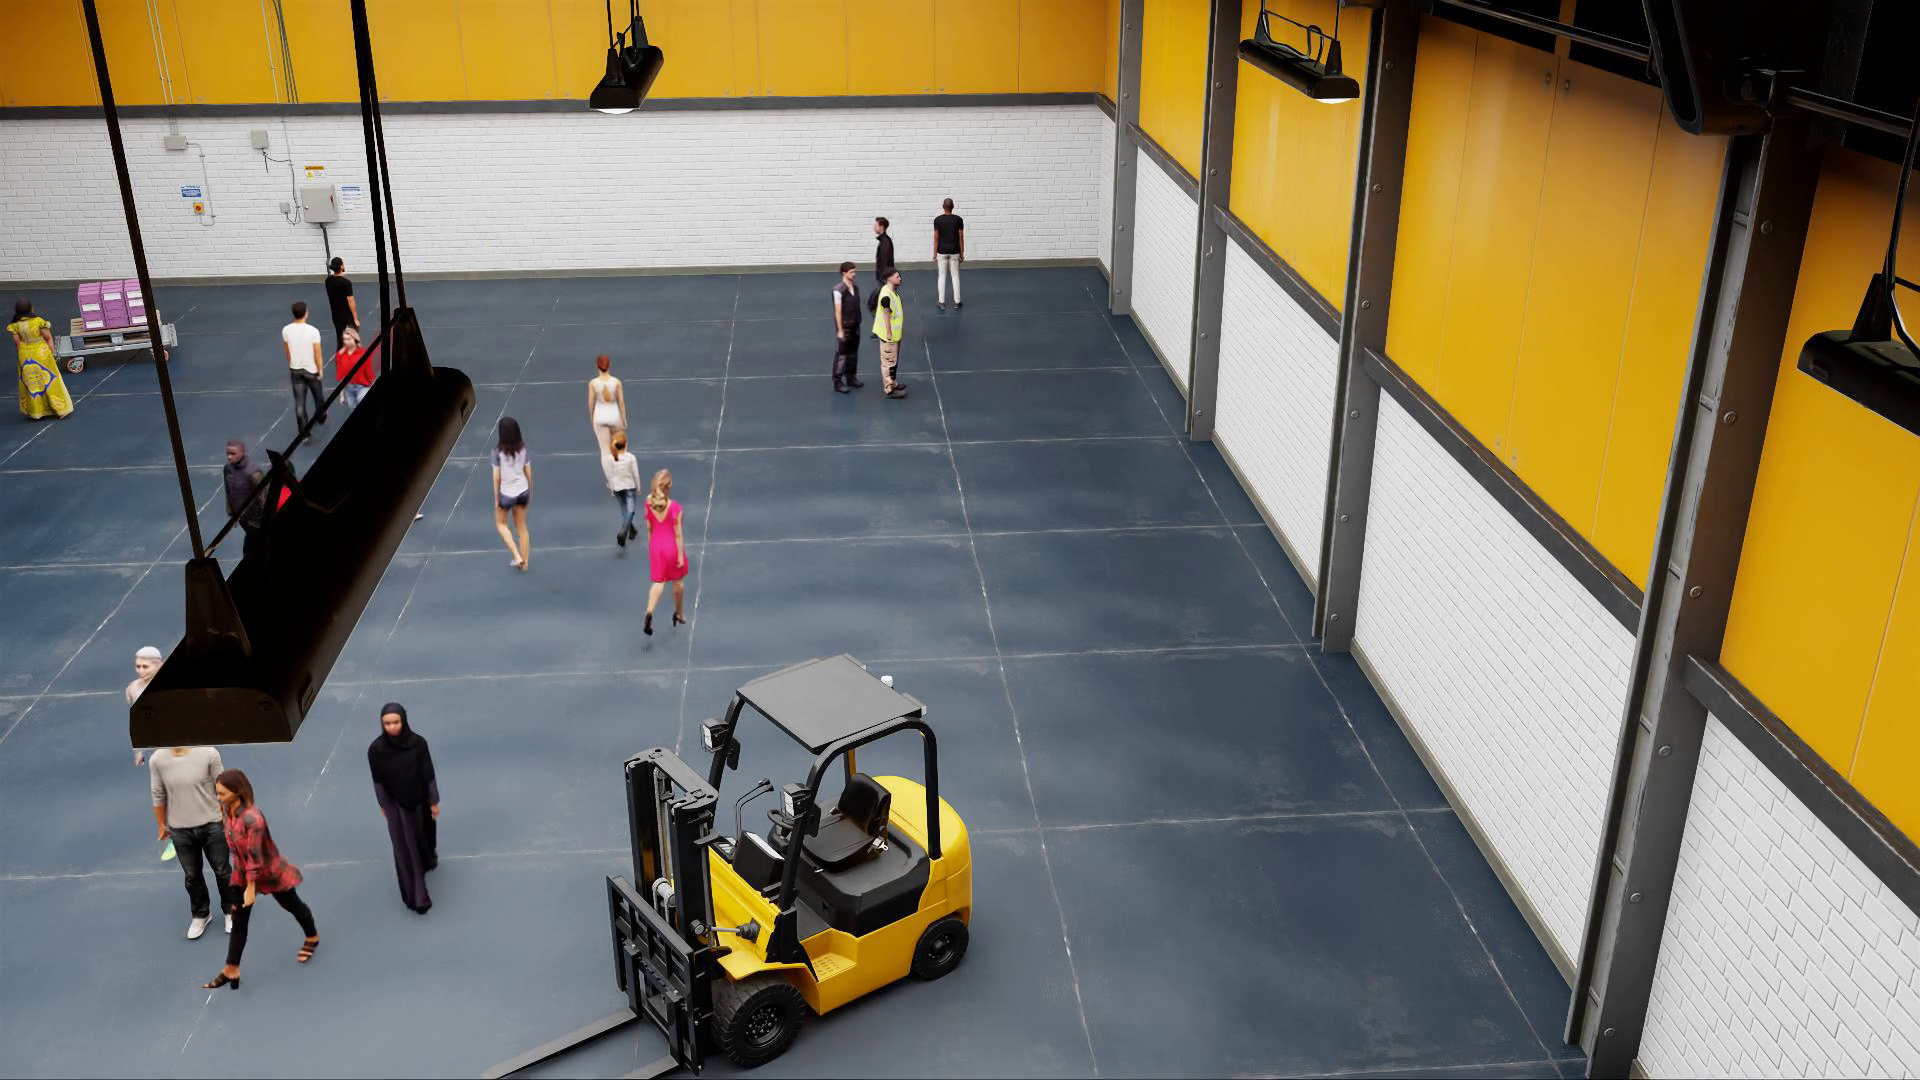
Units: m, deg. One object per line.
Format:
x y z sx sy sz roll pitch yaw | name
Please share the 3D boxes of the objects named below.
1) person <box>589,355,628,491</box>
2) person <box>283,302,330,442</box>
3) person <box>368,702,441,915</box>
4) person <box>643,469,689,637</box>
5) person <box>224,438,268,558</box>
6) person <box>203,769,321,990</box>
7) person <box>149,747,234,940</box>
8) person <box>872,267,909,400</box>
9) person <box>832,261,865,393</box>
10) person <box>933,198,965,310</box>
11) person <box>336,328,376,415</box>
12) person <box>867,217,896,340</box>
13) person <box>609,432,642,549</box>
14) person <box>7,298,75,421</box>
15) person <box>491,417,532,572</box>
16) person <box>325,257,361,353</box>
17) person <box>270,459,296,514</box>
-4.213 -1.380 19.907 0.704 1.600 1.062 -7 24 -15 | person
-8.483 -2.135 21.452 0.681 1.746 1.176 -3 24 -7 | person
-4.104 1.901 12.401 0.800 1.600 1.163 -8 25 -18 | person
-2.924 0.158 16.260 0.809 1.703 1.020 8 25 18 | person
-7.157 -0.227 17.029 1.175 1.792 1.273 16 28 33 | person
-4.751 2.274 11.487 1.064 1.650 1.150 15 28 30 | person
-5.459 2.003 11.905 0.692 1.811 0.584 -6 24 -13 | person
-0.962 -2.893 23.064 0.773 1.845 0.675 0 24 0 | person
-1.593 -3.002 23.310 0.792 1.846 0.723 17 29 33 | person
-0.190 -4.701 27.252 0.654 1.804 0.559 -2 24 -4 | person
-7.545 -1.861 20.902 0.720 1.685 1.055 1 24 2 | person
-1.084 -4.004 25.544 0.797 1.893 0.650 2 24 5 | person
-3.718 -0.533 18.347 0.573 1.298 0.895 2 24 4 | person
-12.329 -2.421 22.212 0.892 1.661 0.820 -5 24 -12 | person
-4.694 -0.450 17.627 0.716 1.722 0.754 -19 30 -37 | person
-8.822 -3.176 23.820 0.700 1.756 0.713 12 26 26 | person
-6.598 -0.026 16.646 0.732 1.731 0.805 11 26 23 | person
